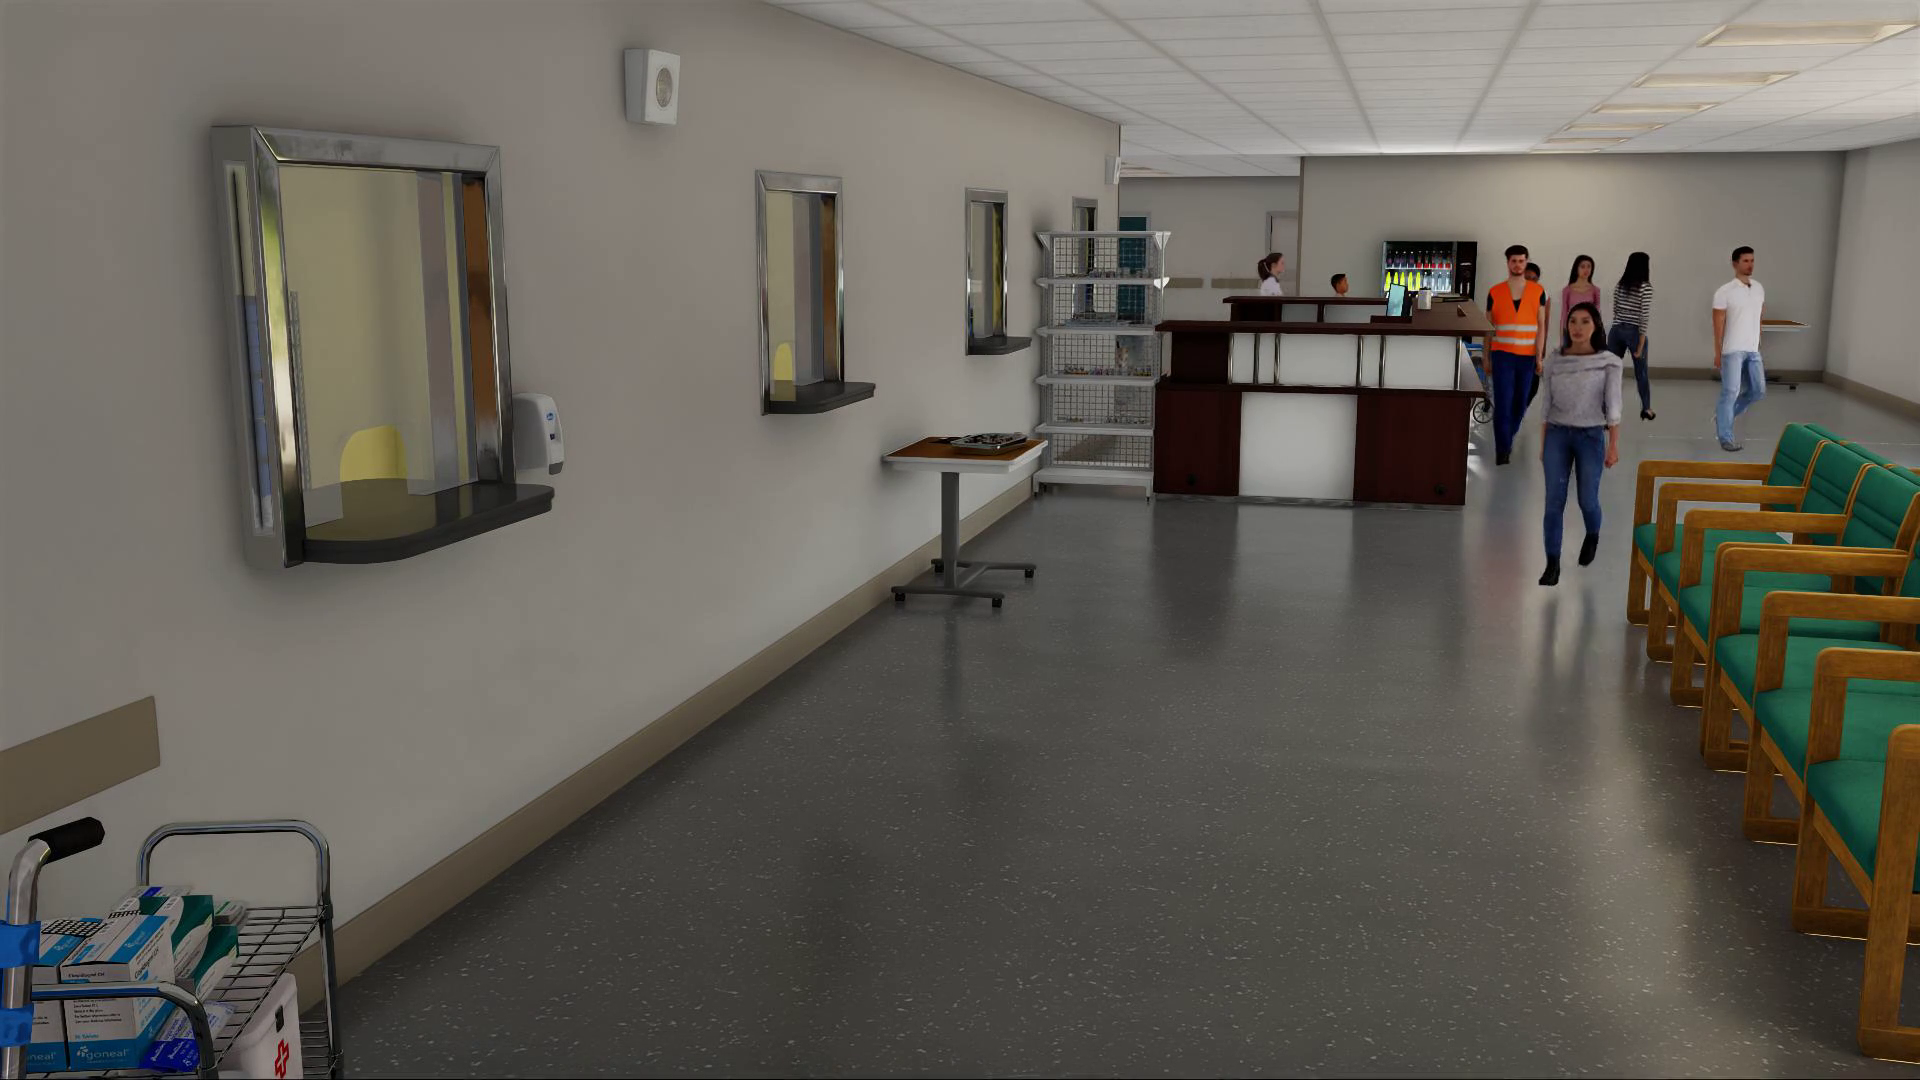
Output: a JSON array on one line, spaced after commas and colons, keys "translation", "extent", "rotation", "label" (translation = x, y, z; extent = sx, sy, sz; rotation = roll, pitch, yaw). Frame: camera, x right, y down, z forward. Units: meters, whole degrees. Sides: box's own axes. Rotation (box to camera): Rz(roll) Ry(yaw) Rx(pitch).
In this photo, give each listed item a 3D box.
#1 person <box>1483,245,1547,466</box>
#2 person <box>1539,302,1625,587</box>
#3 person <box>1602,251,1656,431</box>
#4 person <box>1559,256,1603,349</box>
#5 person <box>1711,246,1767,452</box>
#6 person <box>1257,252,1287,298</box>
[{"translation": [4.807, -1.596, 14.452], "extent": [1.078, 1.853, 0.732], "rotation": [2, 11, 12], "label": "person"}, {"translation": [3.570, -0.542, 9.569], "extent": [1.061, 1.601, 0.895], "rotation": [7, 13, 33], "label": "person"}, {"translation": [6.498, -1.905, 16.349], "extent": [1.084, 1.736, 1.168], "rotation": [-10, 15, -42], "label": "person"}, {"translation": [6.551, -2.138, 17.664], "extent": [1.023, 1.721, 0.773], "rotation": [1, 11, 5], "label": "person"}, {"translation": [7.075, -1.738, 15.217], "extent": [0.896, 1.845, 0.937], "rotation": [-3, 11, -15], "label": "person"}, {"translation": [3.368, -2.295, 18.505], "extent": [1.191, 1.715, 0.737], "rotation": [1, 11, 5], "label": "person"}]
